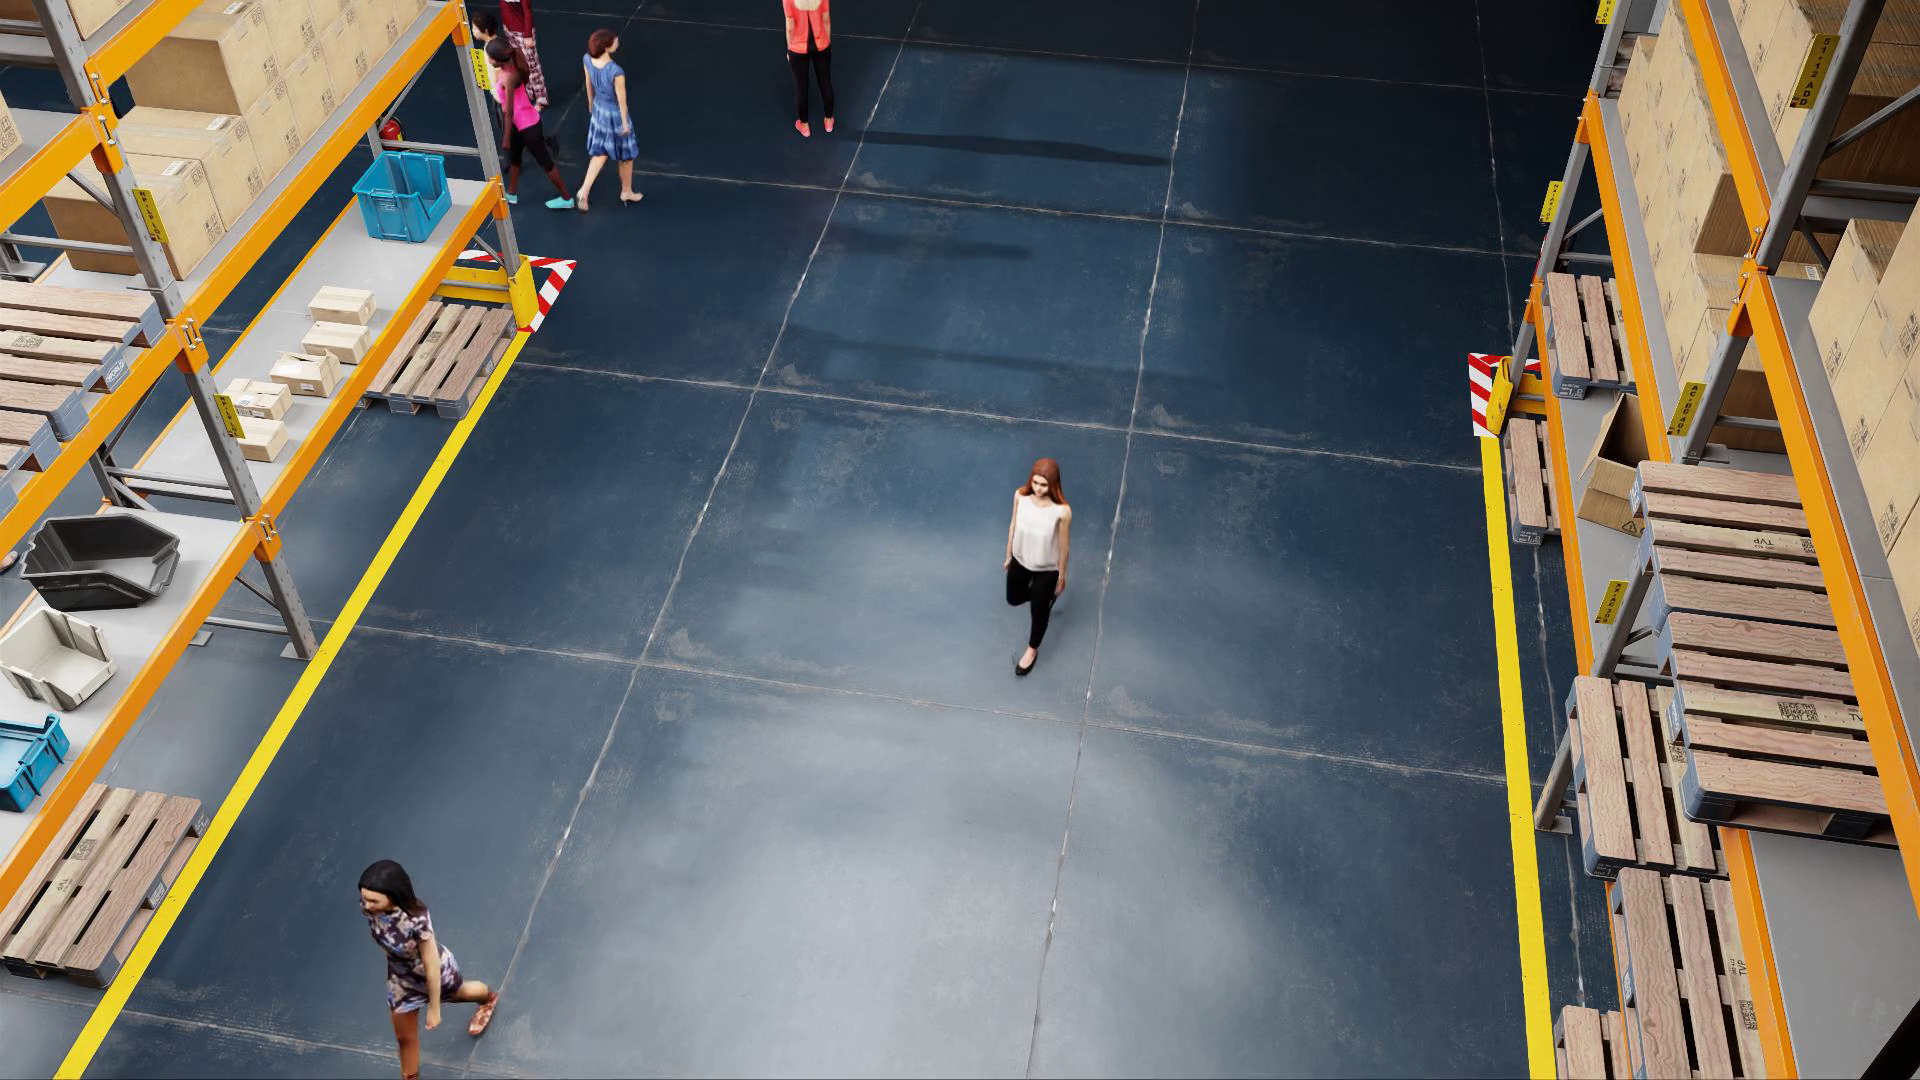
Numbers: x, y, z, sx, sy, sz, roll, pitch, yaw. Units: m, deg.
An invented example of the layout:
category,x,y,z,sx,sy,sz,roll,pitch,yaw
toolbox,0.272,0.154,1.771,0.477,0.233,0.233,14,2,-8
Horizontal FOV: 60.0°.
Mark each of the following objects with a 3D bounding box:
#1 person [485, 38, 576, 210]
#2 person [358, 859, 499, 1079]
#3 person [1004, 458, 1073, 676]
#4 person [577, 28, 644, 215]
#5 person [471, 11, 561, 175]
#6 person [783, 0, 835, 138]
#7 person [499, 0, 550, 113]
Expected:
category,x,y,z,sx,sy,sz,roll,pitch,yaw
person,-3.718,-3.624,14.614,0.862,1.680,1.002,-3,44,-3
person,-2.698,2.165,8.534,0.697,1.683,1.156,13,45,13
person,0.520,0.102,10.680,0.789,1.711,0.941,24,49,23
person,-3.079,-3.589,14.506,0.922,1.779,1.096,22,48,22
person,-4.082,-4.057,15.146,0.919,1.573,0.914,-20,47,-20
person,-1.413,-4.621,15.650,0.671,1.694,0.674,-12,45,-12
person,-4.232,-4.948,15.991,0.705,1.698,0.679,-32,52,-29
